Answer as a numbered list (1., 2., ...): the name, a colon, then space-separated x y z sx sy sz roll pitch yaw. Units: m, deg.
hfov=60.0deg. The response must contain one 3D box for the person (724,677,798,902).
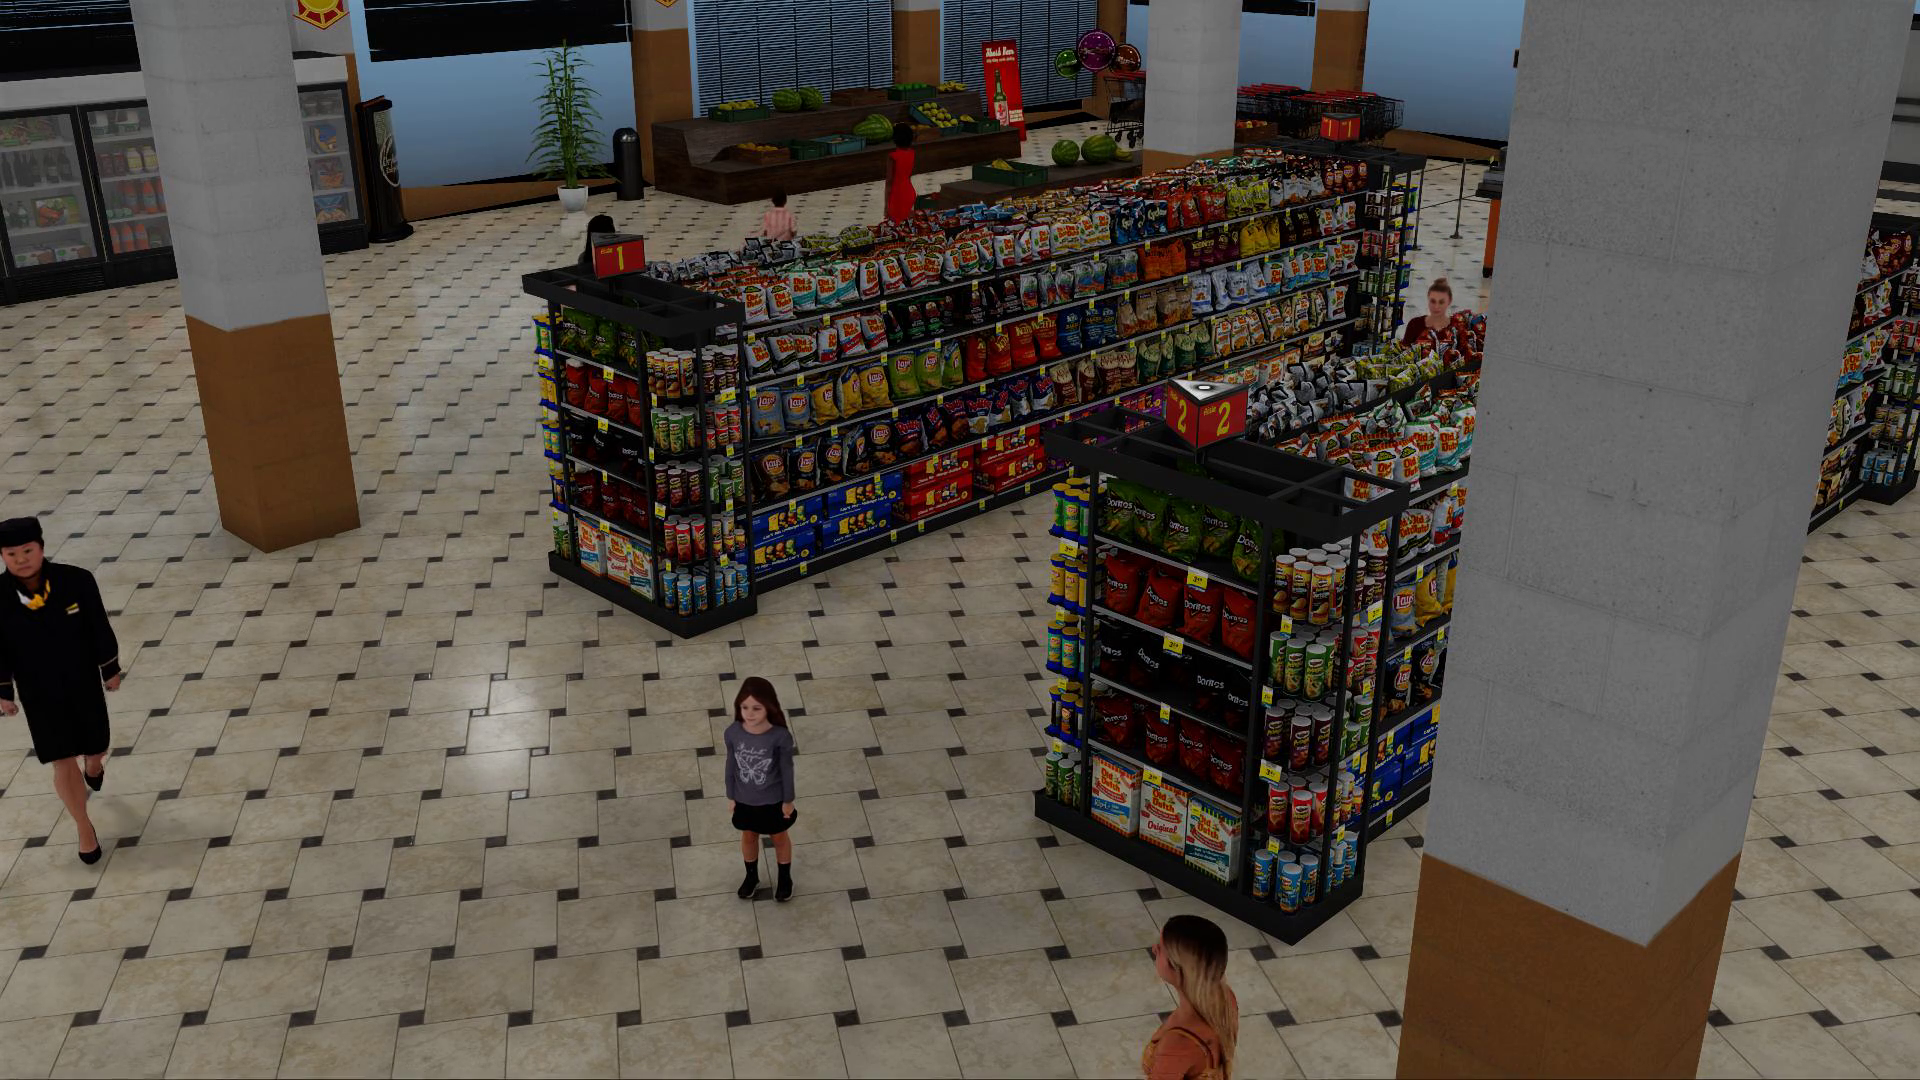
1. person: -0.880 1.096 7.389 0.534 1.105 0.571 4 22 10

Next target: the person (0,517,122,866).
1. person: -4.173 0.661 7.738 0.979 1.653 0.923 -11 24 -25

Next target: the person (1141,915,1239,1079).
1. person: 0.749 1.848 4.860 0.848 1.596 1.009 10 24 24

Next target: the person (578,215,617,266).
1. person: -2.895 -1.734 13.541 0.775 1.770 0.845 3 22 6

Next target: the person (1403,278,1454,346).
1. person: 3.365 -1.034 11.939 0.930 1.665 1.149 8 23 19

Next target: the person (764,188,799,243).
1. person: -1.881 -2.989 17.330 0.832 1.275 0.947 3 22 7

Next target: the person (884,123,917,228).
1. person: -0.601 -3.777 18.680 0.651 1.730 0.674 18 28 37
